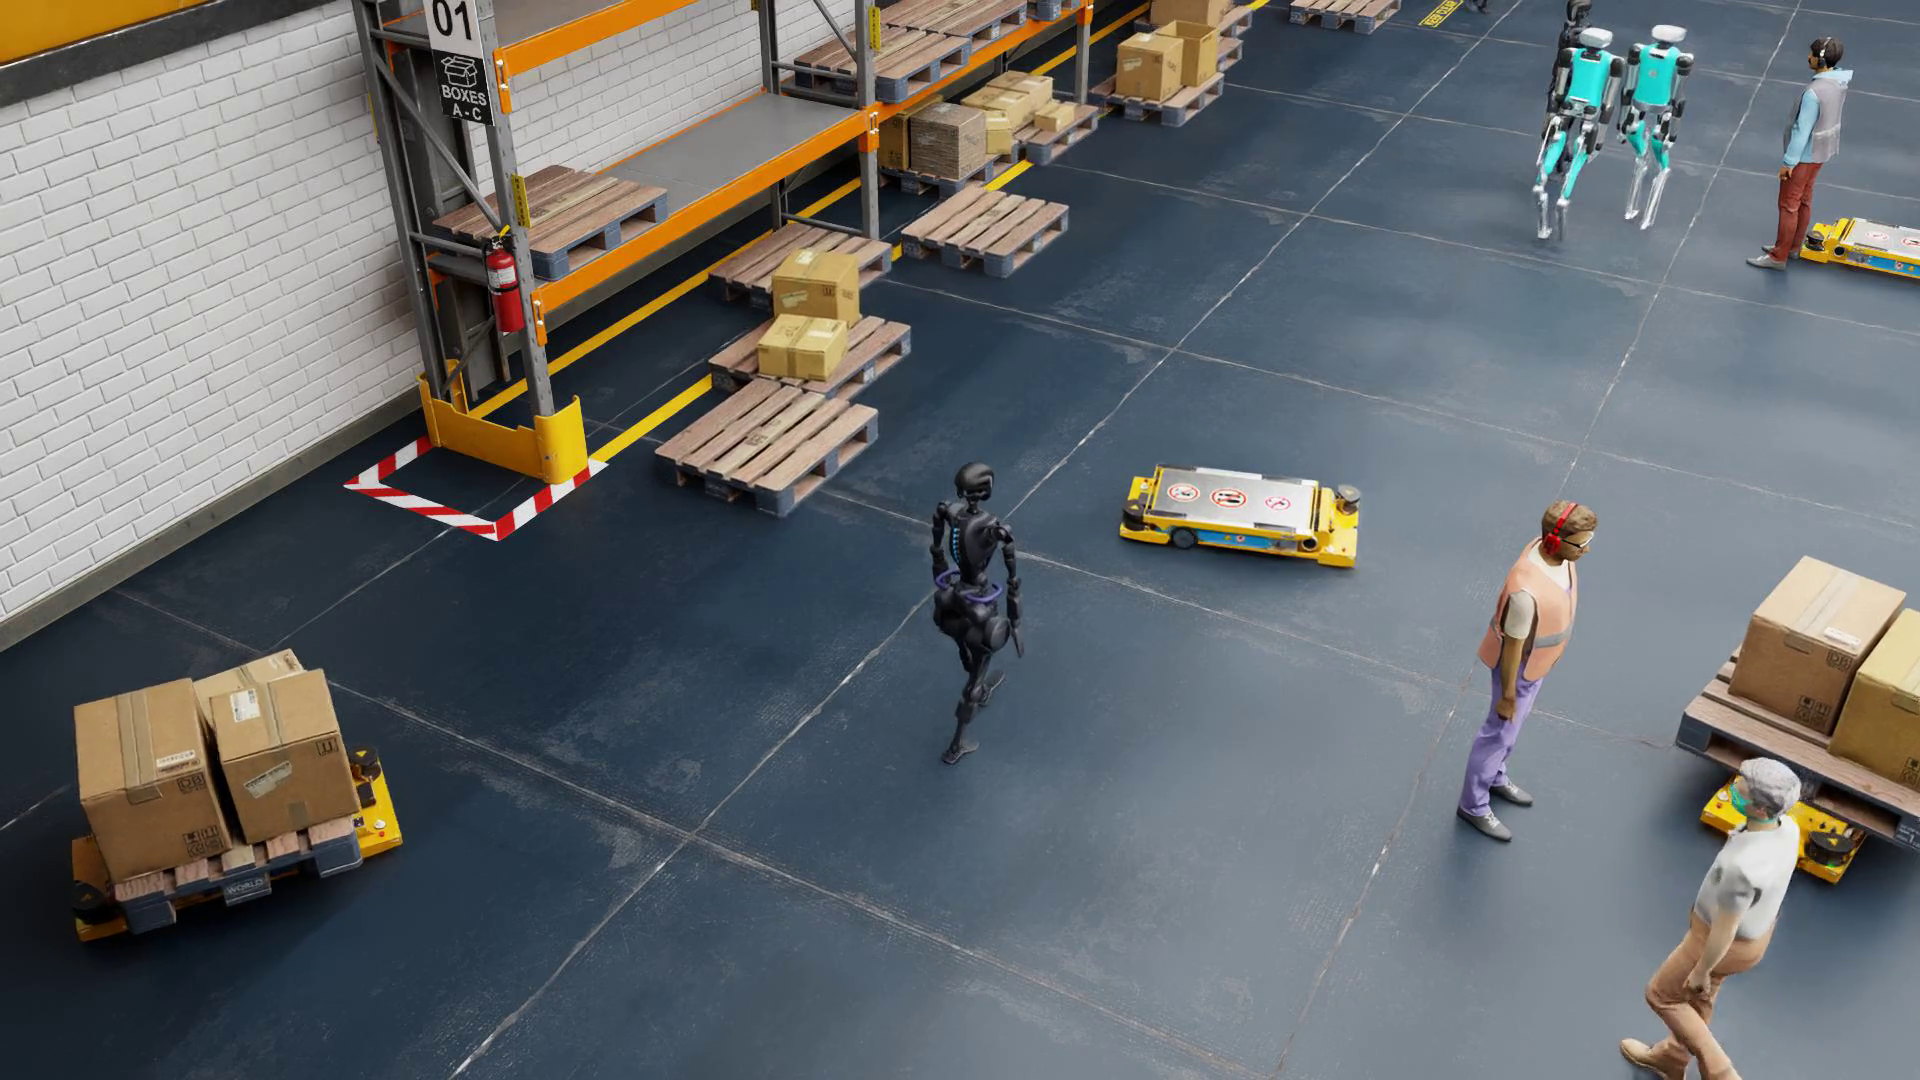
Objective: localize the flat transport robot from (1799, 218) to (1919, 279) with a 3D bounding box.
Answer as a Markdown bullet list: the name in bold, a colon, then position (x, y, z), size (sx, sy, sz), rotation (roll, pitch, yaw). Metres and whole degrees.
- **flat transport robot**: position (7.771, -2.361, 13.719), size (1.431, 0.231, 0.659), rotation (20, 38, 27)

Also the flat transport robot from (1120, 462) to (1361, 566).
- **flat transport robot**: position (1.757, -0.165, 10.398), size (1.431, 0.231, 0.659), rotation (7, 34, 11)

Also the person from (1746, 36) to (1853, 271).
- **person**: position (6.806, -3.090, 13.375), size (0.416, 1.870, 0.535), rotation (28, 42, 35)

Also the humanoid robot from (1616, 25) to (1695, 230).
- **humanoid robot**: position (5.920, -3.532, 14.173), size (0.531, 1.799, 0.707), rotation (26, 41, 34)

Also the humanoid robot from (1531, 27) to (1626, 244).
- **humanoid robot**: position (5.013, -3.252, 13.787), size (0.532, 1.820, 0.796), rotation (22, 39, 30)

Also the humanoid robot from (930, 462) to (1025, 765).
- **humanoid robot**: position (0.105, 0.316, 8.412), size (0.588, 1.631, 0.712), rotation (23, 40, 31)

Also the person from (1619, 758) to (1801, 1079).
- **person**: position (2.990, 1.548, 6.476), size (0.445, 1.730, 0.485), rotation (29, 43, 36)

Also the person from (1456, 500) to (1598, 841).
- **person**: position (2.638, 0.589, 7.836), size (0.375, 1.836, 0.559), rotation (20, 38, 27)

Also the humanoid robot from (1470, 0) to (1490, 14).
- **humanoid robot**: position (6.301, -6.995, 19.461), size (0.609, 1.645, 0.388), rotation (-2, 33, -2)

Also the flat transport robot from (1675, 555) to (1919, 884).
- **flat transport robot**: position (4.364, 1.151, 8.407), size (0.659, 0.231, 1.431), rotation (27, 42, 34)

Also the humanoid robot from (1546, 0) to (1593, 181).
- **humanoid robot**: position (5.579, -4.109, 15.095), size (0.462, 1.645, 0.598), rotation (-4, 34, -6)

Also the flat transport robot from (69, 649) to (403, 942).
- **flat transport robot**: position (-3.479, 1.425, 7.993), size (1.431, 0.231, 0.659), rotation (-15, 36, -21)
